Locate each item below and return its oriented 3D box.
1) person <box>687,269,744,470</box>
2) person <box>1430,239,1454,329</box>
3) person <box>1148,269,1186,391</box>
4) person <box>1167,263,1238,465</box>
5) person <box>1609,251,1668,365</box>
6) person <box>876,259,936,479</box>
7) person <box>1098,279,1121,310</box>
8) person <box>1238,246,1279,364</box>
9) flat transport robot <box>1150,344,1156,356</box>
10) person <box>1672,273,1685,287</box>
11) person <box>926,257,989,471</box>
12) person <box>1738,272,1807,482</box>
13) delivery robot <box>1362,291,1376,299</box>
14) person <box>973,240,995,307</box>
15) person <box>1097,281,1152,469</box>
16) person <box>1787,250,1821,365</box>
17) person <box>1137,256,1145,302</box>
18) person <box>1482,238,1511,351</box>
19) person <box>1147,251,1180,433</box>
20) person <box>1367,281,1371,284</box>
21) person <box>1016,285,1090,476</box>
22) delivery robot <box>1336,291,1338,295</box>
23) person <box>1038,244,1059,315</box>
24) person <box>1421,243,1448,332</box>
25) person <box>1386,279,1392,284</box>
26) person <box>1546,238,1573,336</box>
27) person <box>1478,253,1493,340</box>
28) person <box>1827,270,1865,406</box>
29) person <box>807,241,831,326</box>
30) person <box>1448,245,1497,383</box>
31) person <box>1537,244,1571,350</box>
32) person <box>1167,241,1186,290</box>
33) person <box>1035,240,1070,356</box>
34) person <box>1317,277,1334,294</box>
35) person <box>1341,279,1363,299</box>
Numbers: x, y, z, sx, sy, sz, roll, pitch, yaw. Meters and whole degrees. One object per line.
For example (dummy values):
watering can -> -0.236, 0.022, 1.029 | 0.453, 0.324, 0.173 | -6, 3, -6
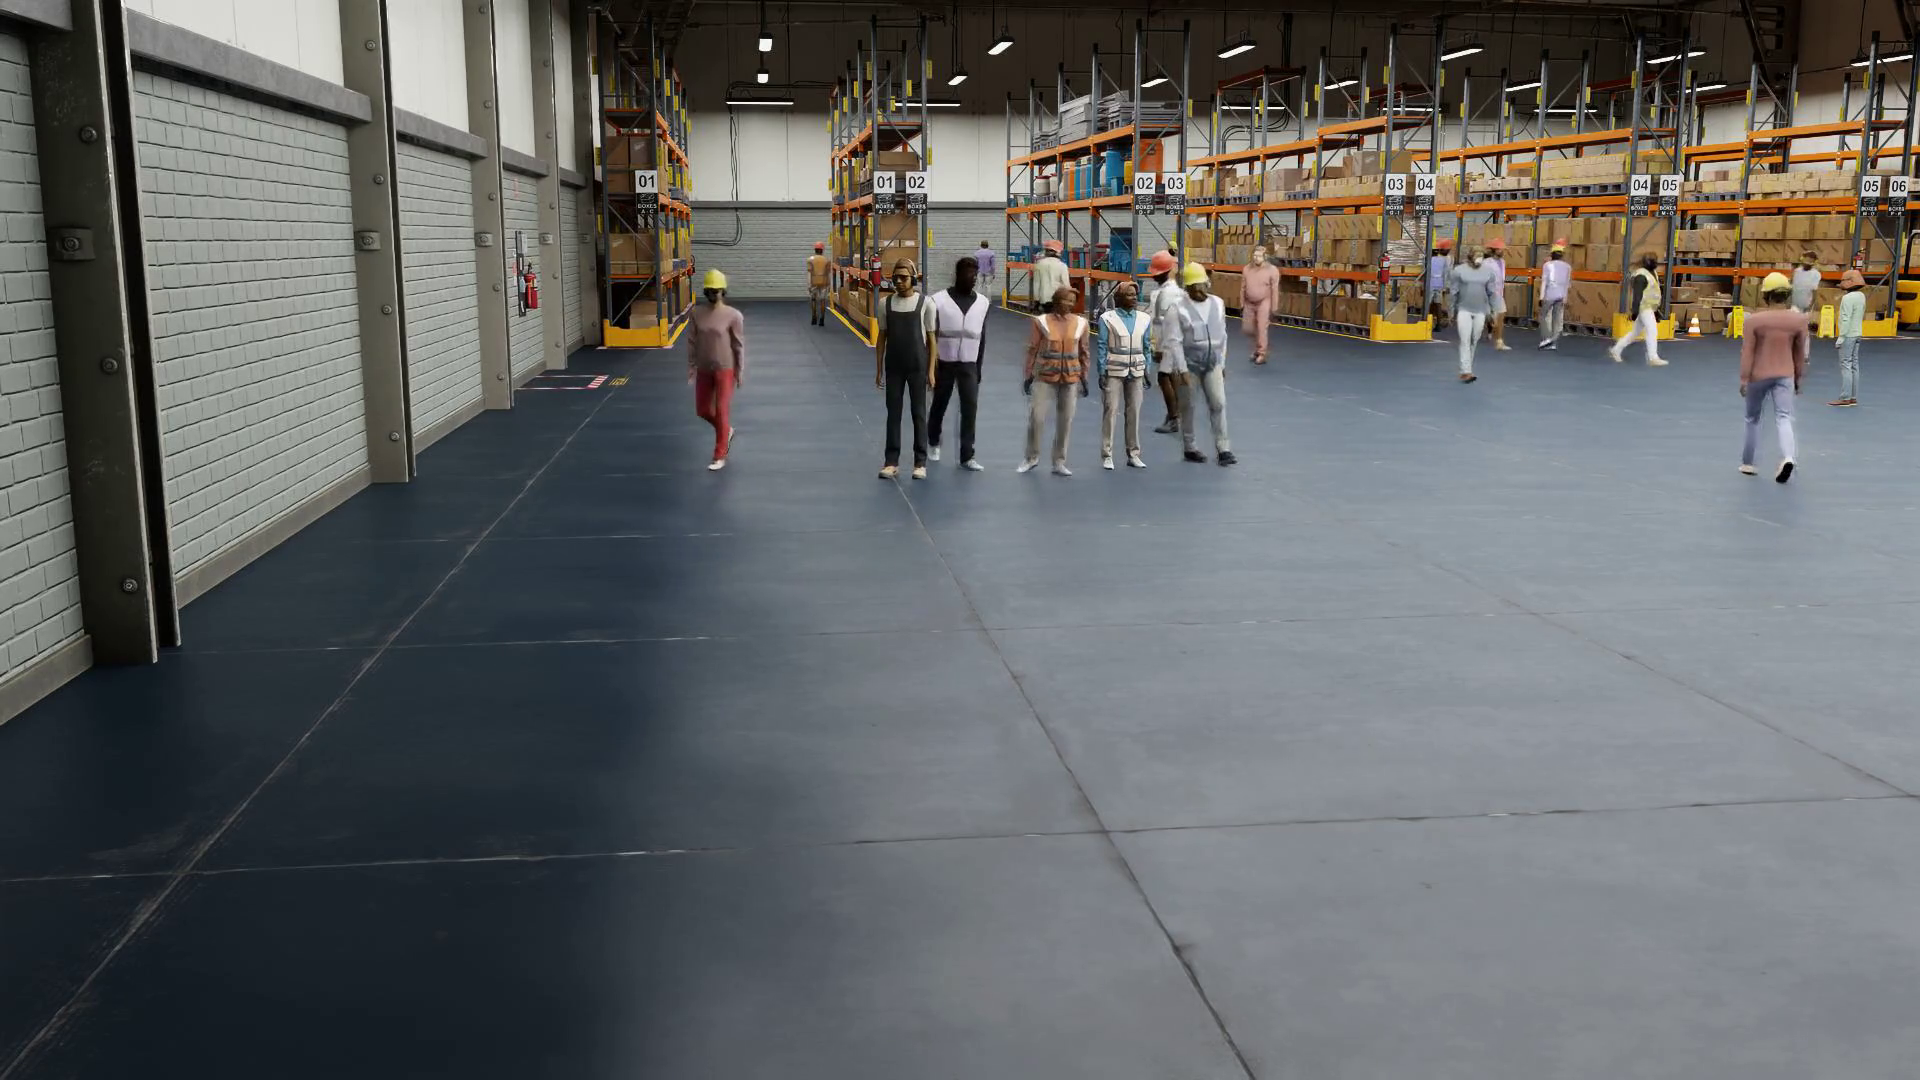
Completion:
person -> -2.118, -1.510, 14.651 | 0.539, 1.748, 0.599 | 4, 11, 19
person -> 10.574, -5.619, 36.613 | 0.676, 1.957, 1.091 | -4, 11, -20
person -> 2.731, -2.769, 21.923 | 0.525, 1.620, 0.402 | 5, 11, 24
person -> 2.154, -1.535, 14.685 | 0.608, 1.796, 0.796 | -3, 11, -18
person -> 10.860, -3.697, 26.528 | 0.895, 1.806, 0.616 | 7, 12, 34
person -> -0.453, -1.427, 13.955 | 0.511, 1.844, 0.328 | 2, 11, 12
person -> 3.857, -6.718, 42.971 | 0.634, 1.841, 0.429 | 0, 10, 0
person -> 4.737, -3.741, 26.528 | 0.703, 1.881, 0.425 | 8, 13, 37
flat transport robot -> 3.508, -3.179, 27.875 | 1.431, 0.197, 0.652 | -2, 10, -8
person -> 18.435, -6.753, 42.881 | 0.613, 1.950, 0.419 | -1, 10, -6
person -> -0.049, -1.578, 14.759 | 0.604, 1.865, 1.010 | -4, 11, -19
person -> 6.794, -1.366, 13.899 | 0.527, 1.736, 0.837 | 2, 10, 9
delivery robot -> 10.974, -6.482, 44.945 | 0.477, 0.478, 0.707 | -1, 10, -7
person -> 0.710, -7.703, 48.100 | 0.636, 1.939, 0.363 | 1, 10, 6
person -> 1.438, -1.442, 14.586 | 0.521, 1.644, 0.307 | -3, 11, -18
person -> 13.192, -3.640, 26.182 | 0.903, 1.807, 0.598 | -7, 12, -33
person -> 4.472, -6.611, 42.413 | 0.563, 1.835, 0.398 | -6, 12, -28
person -> 9.504, -4.400, 29.794 | 0.617, 2.017, 0.859 | -8, 13, -37
person -> 2.142, -2.061, 17.350 | 0.397, 1.893, 0.730 | 2, 10, 9
person -> 12.658, -8.075, 50.848 | 0.625, 1.678, 0.551 | -3, 11, -14
person -> 0.800, -1.352, 14.165 | 0.603, 1.616, 0.402 | -2, 10, -8
delivery robot -> 11.496, -7.271, 49.275 | 0.707, 0.478, 0.477 | -5, 11, -27
person -> 1.914, -5.468, 36.039 | 0.521, 1.871, 0.325 | -2, 11, -12
person -> 10.143, -5.411, 35.647 | 0.560, 1.915, 0.460 | -2, 10, -10
person -> 12.303, -7.661, 48.102 | 0.510, 1.860, 0.333 | -5, 11, -24
person -> 12.277, -5.174, 34.085 | 0.612, 1.995, 0.379 | -4, 11, -19
person -> 10.336, -4.797, 32.833 | 0.532, 1.697, 0.322 | -2, 10, -9
person -> 10.676, -2.421, 19.985 | 0.507, 1.631, 0.265 | -9, 14, -41
person -> -3.224, -5.851, 38.018 | 0.548, 1.910, 0.736 | -2, 10, -9
person -> 7.157, -3.133, 23.133 | 0.654, 1.901, 0.837 | -1, 10, -5
person -> 10.645, -4.357, 29.879 | 0.637, 1.891, 0.474 | -3, 11, -16
person -> 4.494, -5.364, 35.312 | 0.586, 1.928, 0.365 | -1, 10, -4
person -> 1.628, -4.054, 28.030 | 0.648, 1.955, 0.875 | 9, 14, 41
person -> 9.543, -6.862, 43.781 | 0.624, 1.837, 0.430 | 2, 10, 10
person -> 9.112, -5.992, 38.624 | 0.611, 1.971, 0.439 | -1, 10, -8
